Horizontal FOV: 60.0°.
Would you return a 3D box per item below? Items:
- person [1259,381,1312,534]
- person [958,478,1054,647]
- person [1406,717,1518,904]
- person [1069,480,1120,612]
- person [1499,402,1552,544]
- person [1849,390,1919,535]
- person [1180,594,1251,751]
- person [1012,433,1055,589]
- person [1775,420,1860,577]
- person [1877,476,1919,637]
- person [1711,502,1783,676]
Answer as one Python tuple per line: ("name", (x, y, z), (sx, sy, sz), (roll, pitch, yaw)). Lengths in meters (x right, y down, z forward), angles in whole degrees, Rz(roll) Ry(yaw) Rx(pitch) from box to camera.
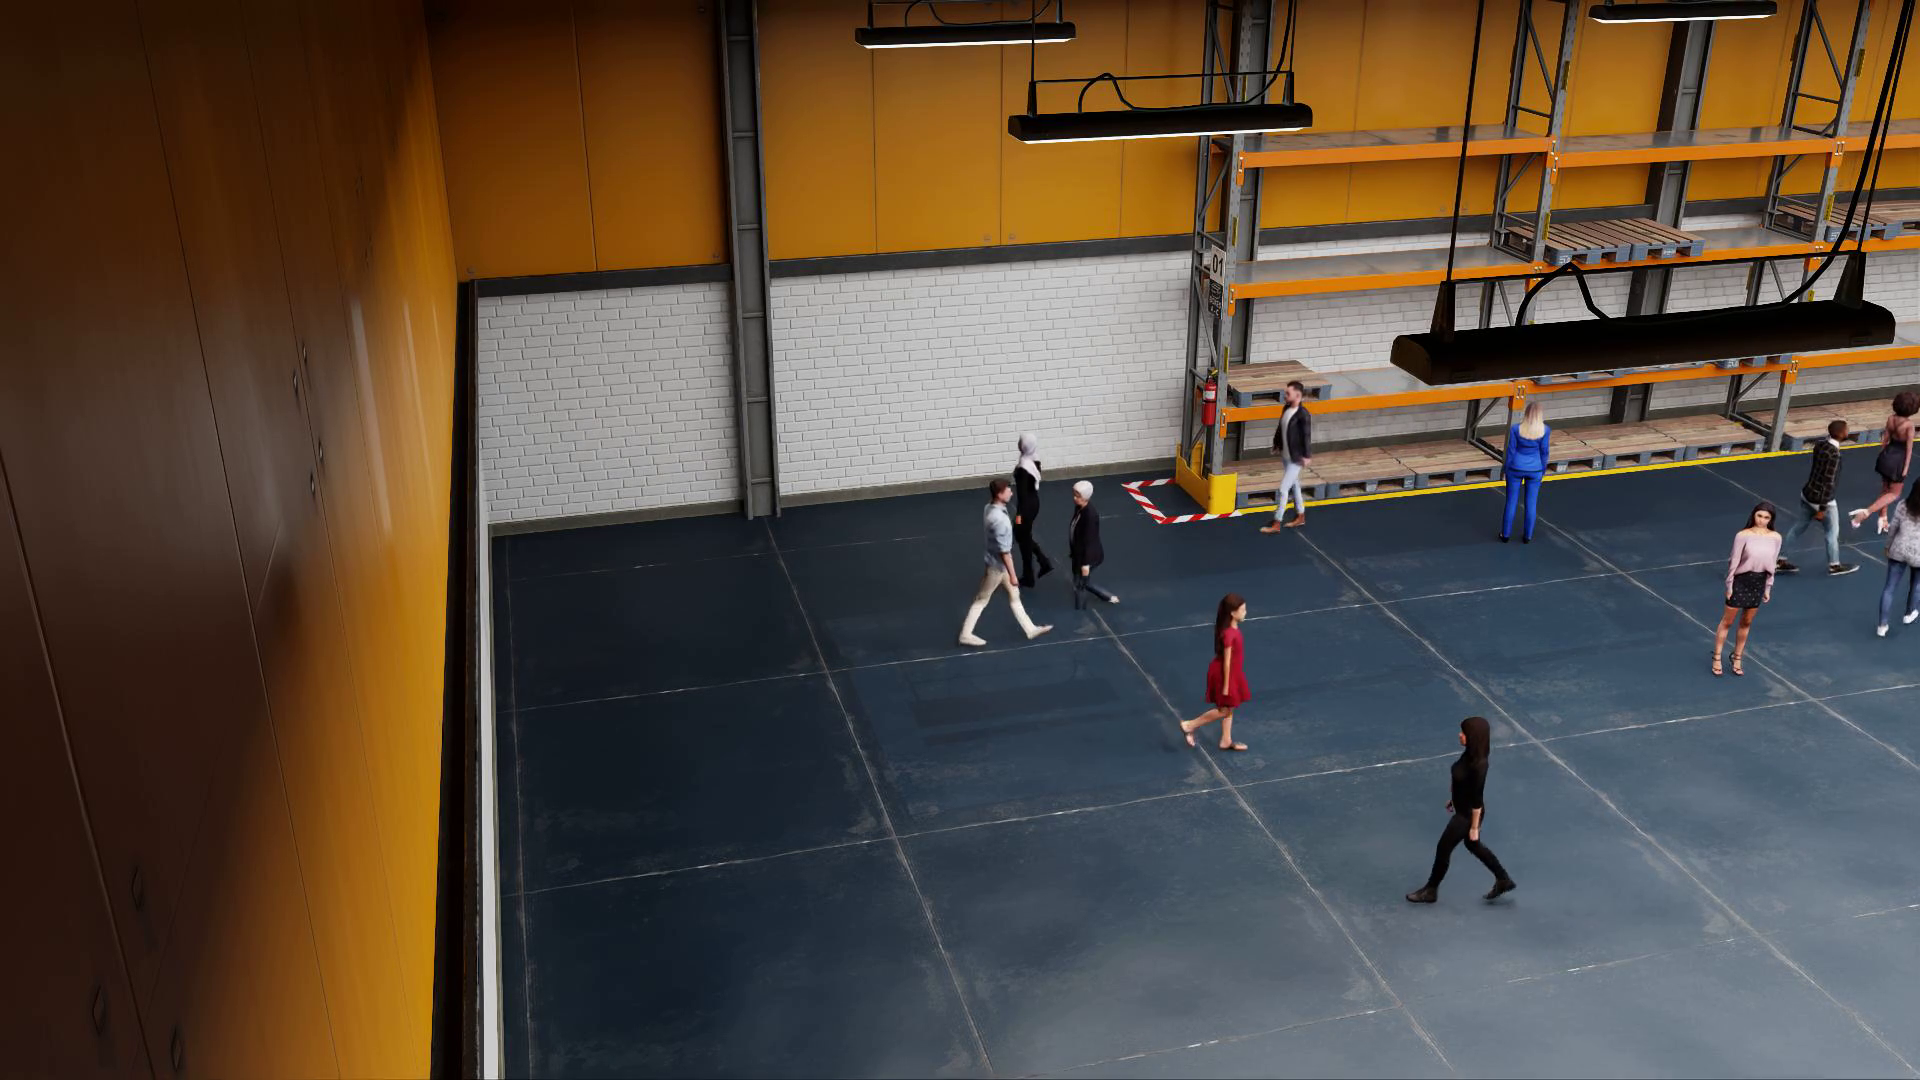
("person", (3.950, -0.985, 19.342), (0.905, 1.816, 0.689), (-7, 25, -15))
("person", (0.271, 0.263, 16.511), (1.267, 1.798, 0.875), (0, 24, -1))
("person", (3.920, 2.080, 12.590), (1.139, 1.609, 0.845), (3, 24, 6))
("person", (1.418, 0.202, 17.527), (0.924, 1.758, 0.803), (-3, 24, -8))
("person", (6.456, -0.774, 19.005), (0.636, 1.701, 0.759), (5, 24, 10))
("person", (10.637, -0.846, 19.080), (0.937, 1.772, 0.556), (-7, 25, -15))
("person", (2.281, 1.185, 14.721), (0.917, 1.542, 0.743), (4, 24, 9))
("person", (0.810, -0.287, 17.805), (0.842, 1.769, 0.766), (7, 24, 15))
("person", (9.248, -0.433, 18.122), (1.162, 1.783, 0.885), (0, 24, 1))
("person", (9.560, 0.185, 16.806), (0.951, 1.705, 1.068), (19, 30, 37))
("person", (7.573, 0.466, 16.030), (0.576, 1.811, 0.734), (1, 24, 3))
